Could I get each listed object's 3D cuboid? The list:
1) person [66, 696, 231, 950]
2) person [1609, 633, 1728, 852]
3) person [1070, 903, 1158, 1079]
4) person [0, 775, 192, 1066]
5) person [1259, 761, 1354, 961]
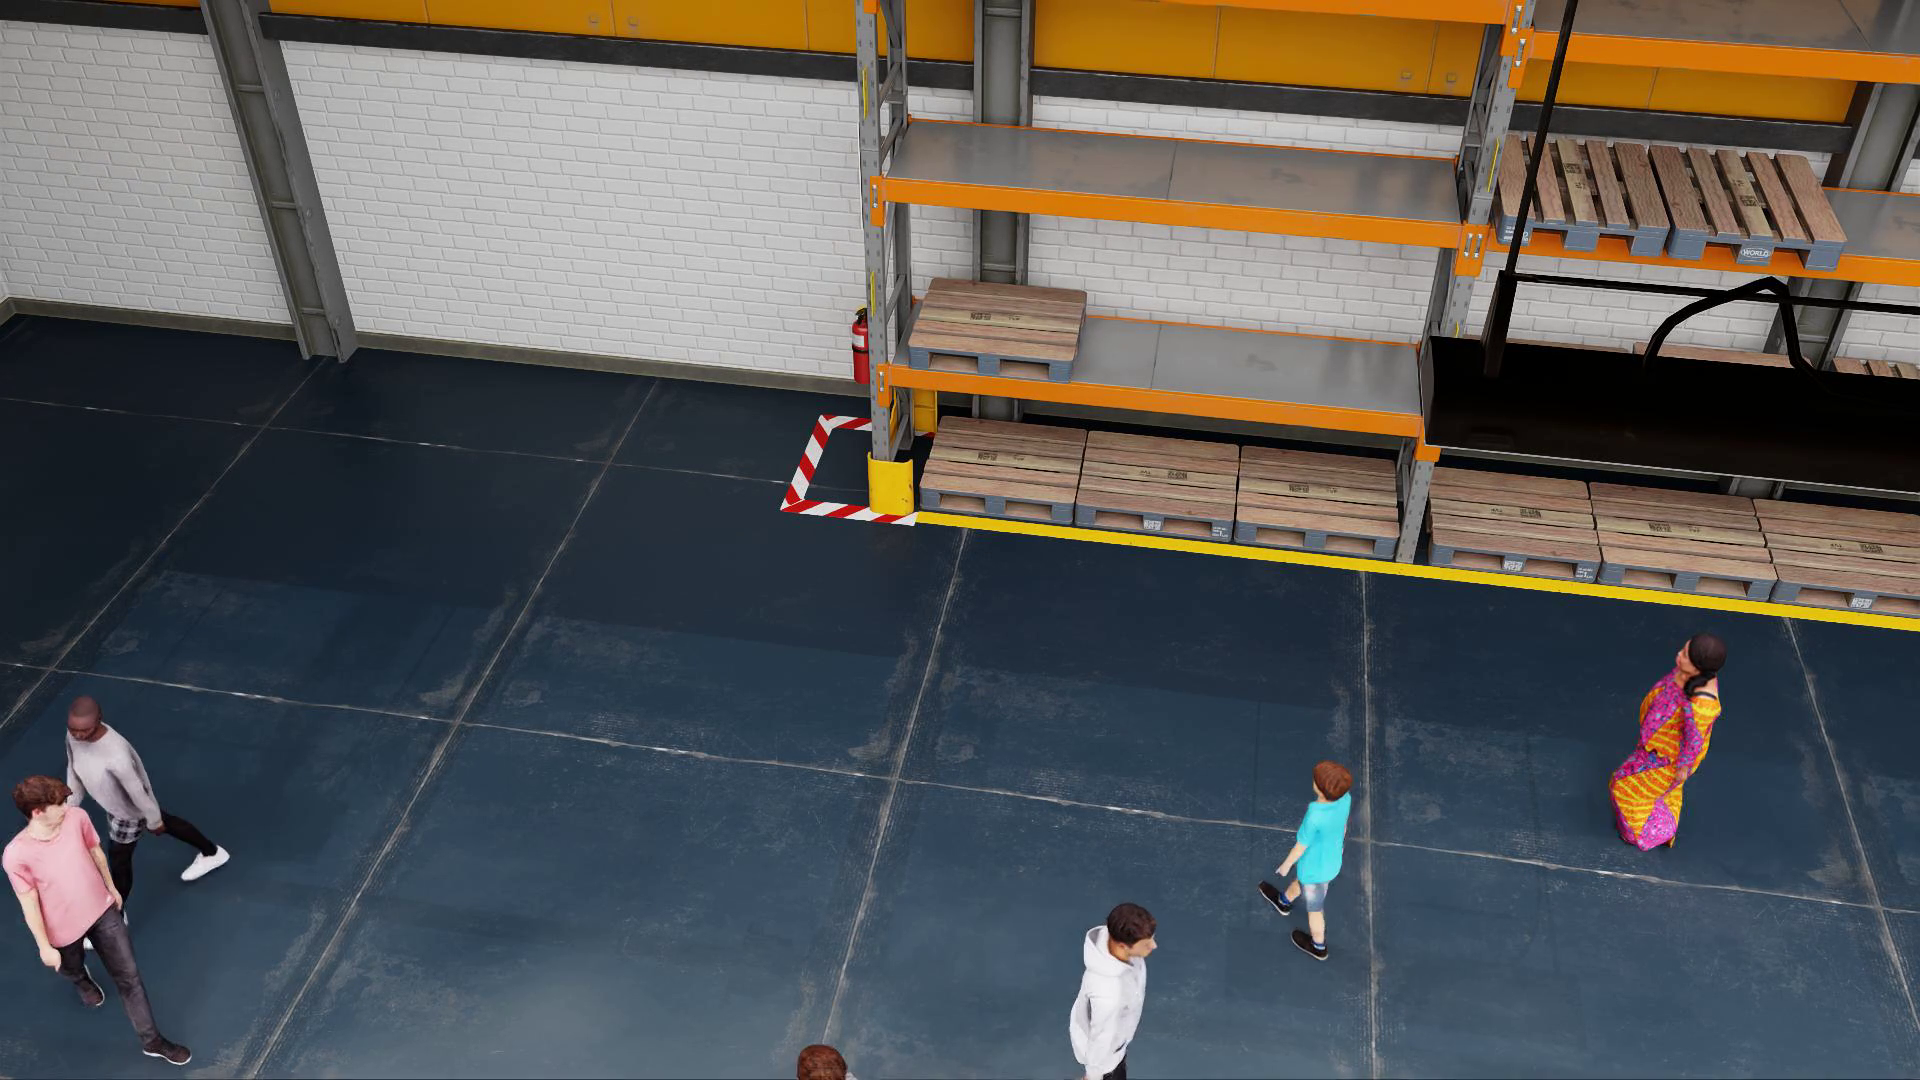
[{"bbox_3d":[-4.655,1.457,9.481,1.190,1.715,1.119,30,48,32],"label":"person"},{"bbox_3d":[4.272,1.207,9.840,0.754,1.658,0.690,11,40,14],"label":"person"},{"bbox_3d":[0.601,2.400,8.143,0.882,1.911,0.713,6,39,7],"label":"person"},{"bbox_3d":[-4.692,1.944,8.718,1.338,1.907,1.030,25,45,28],"label":"person"},{"bbox_3d":[2.051,1.812,9.261,0.894,1.434,0.783,31,48,33],"label":"person"}]
